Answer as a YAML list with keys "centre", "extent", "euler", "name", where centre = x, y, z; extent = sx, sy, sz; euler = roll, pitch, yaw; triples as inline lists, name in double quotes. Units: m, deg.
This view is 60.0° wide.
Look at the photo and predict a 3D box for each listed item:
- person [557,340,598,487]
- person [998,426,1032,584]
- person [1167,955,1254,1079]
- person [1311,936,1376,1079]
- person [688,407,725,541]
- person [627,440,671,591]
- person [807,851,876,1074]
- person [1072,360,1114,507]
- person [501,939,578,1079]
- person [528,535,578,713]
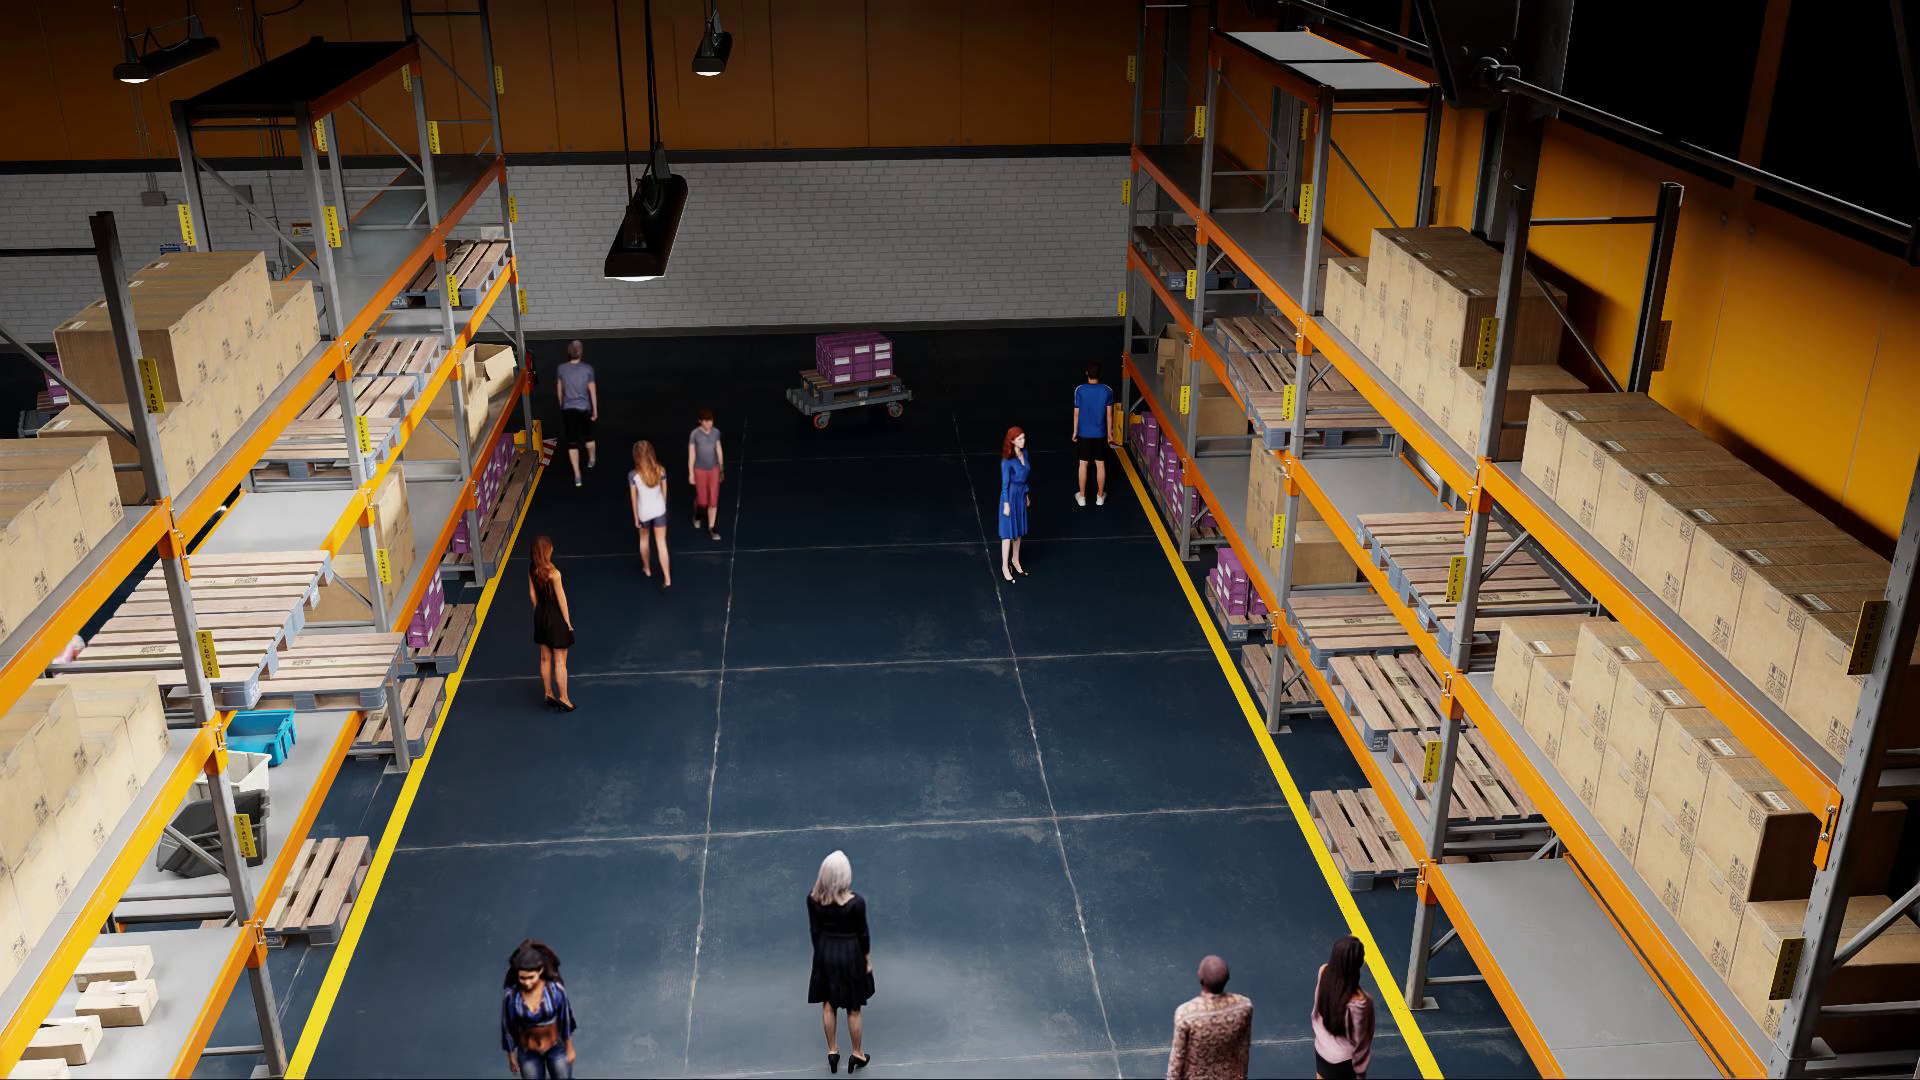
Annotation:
- centre: [-4.918, -1.592, 21.359]
  extent: [0.716, 1.836, 1.176]
  euler: [-4, 24, -9]
  name: "person"
- centre: [0.610, -0.412, 18.669]
  extent: [0.766, 1.829, 0.699]
  euler: [17, 29, 34]
  name: "person"
- centre: [1.539, 3.350, 10.116]
  extent: [0.800, 1.787, 1.034]
  euler: [-6, 24, -14]
  name: "person"
- centre: [2.352, 3.231, 10.357]
  extent: [0.747, 1.811, 0.599]
  euler: [-12, 26, -25]
  name: "person"
- centre: [-3.061, -0.830, 19.862]
  extent: [0.755, 1.640, 0.881]
  euler: [-12, 26, -26]
  name: "person"
- centre: [-3.399, -0.246, 18.456]
  extent: [0.801, 1.697, 1.138]
  euler: [-9, 25, -19]
  name: "person"
- centre: [-0.808, 2.859, 11.289]
  extent: [0.667, 1.747, 0.665]
  euler: [5, 24, 12]
  name: "person"
- centre: [1.645, -1.350, 20.771]
  extent: [0.667, 1.865, 0.577]
  euler: [-1, 24, -1]
  name: "person"
- centre: [-2.656, 3.239, 10.579]
  extent: [0.638, 1.620, 0.574]
  euler: [-5, 24, -10]
  name: "person"
- centre: [-3.907, 0.804, 15.879]
  extent: [0.663, 1.835, 0.689]
  euler: [12, 26, 26]
  name: "person"
